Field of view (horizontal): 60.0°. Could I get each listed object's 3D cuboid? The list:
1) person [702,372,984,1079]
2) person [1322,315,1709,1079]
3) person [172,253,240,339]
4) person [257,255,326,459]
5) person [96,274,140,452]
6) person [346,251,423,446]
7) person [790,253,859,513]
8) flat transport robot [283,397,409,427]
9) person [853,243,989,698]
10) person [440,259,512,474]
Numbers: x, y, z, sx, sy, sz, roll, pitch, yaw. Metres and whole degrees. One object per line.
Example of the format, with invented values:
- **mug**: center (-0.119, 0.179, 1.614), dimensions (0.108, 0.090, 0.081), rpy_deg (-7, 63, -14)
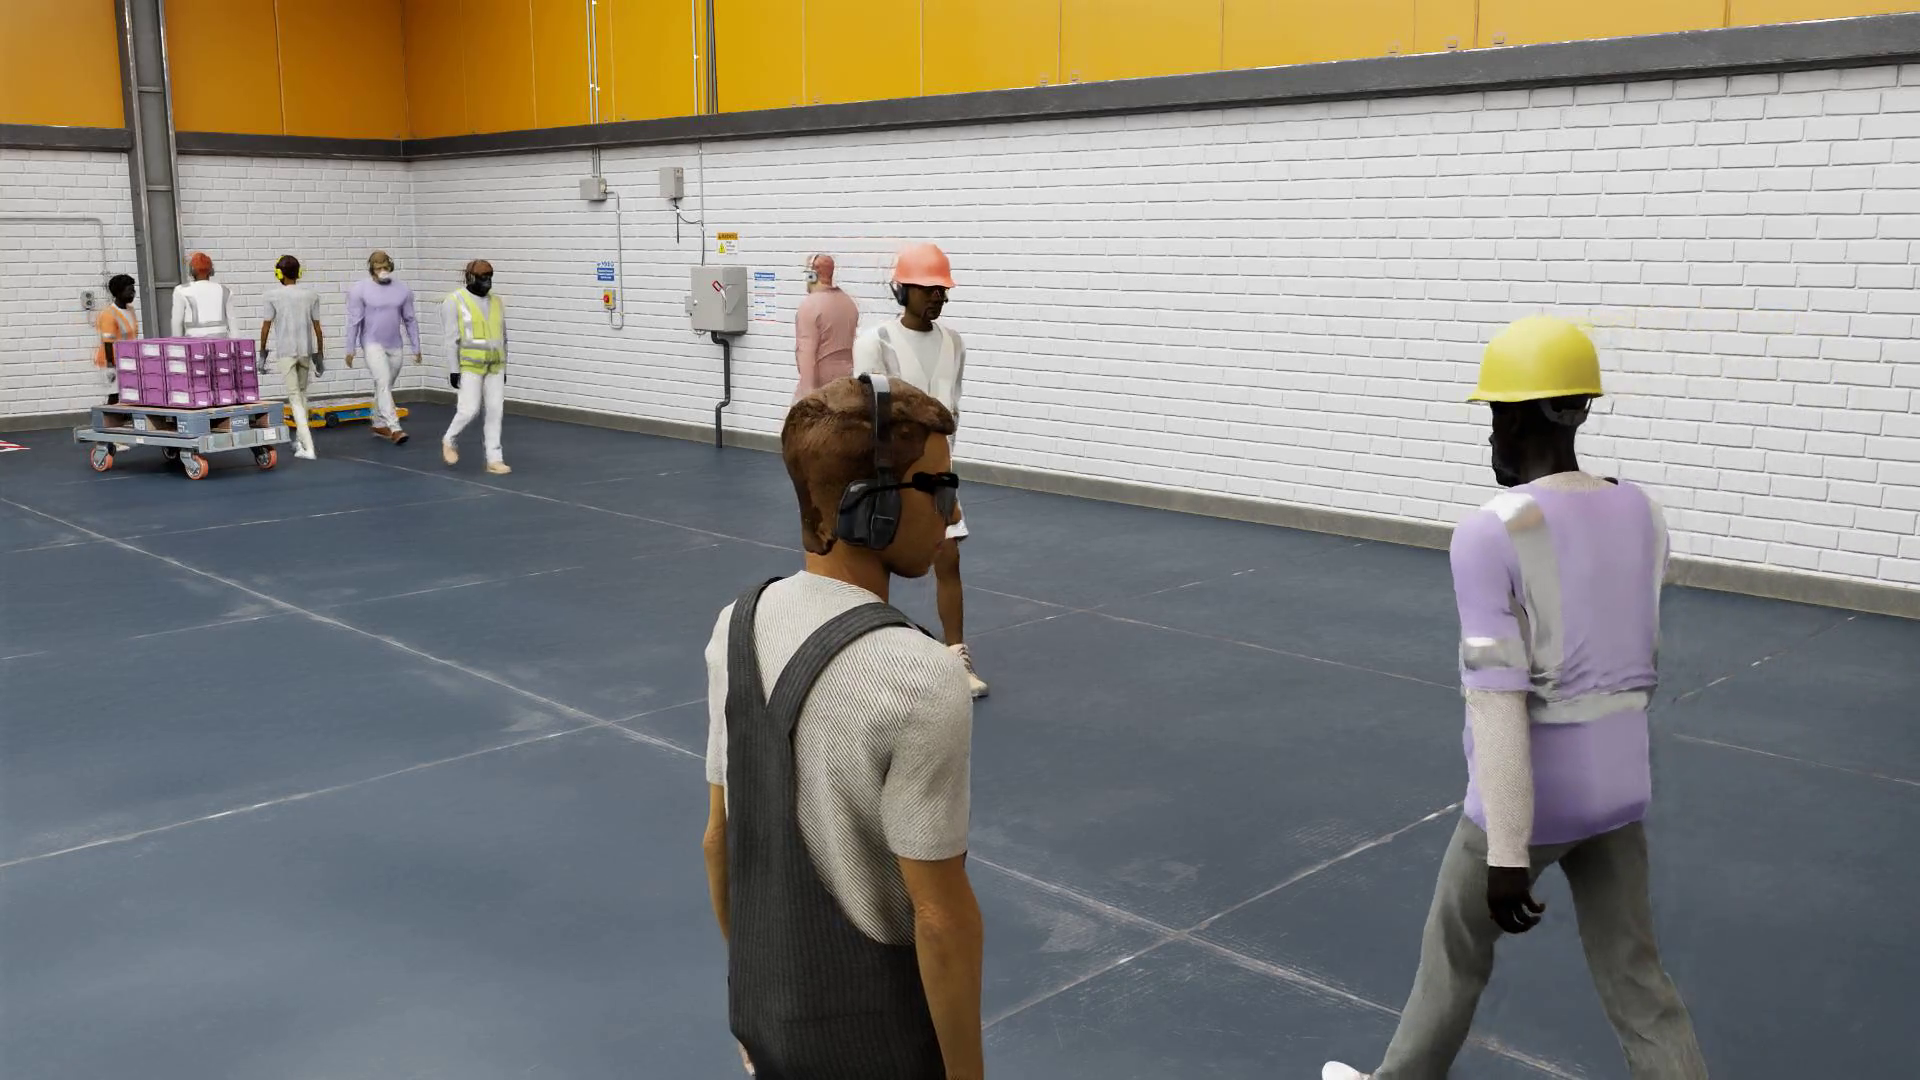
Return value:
- **person**: center (-0.148, 0.689, 2.325), dimensions (0.339, 1.842, 0.522), rpy_deg (-9, 14, -42)
- **person**: center (1.211, 0.490, 3.362), dimensions (0.614, 1.867, 1.009), rpy_deg (-5, 12, -28)
- **person**: center (-7.352, -1.872, 16.329), dimensions (0.583, 1.853, 0.604), rpy_deg (-10, 14, -44)
- **person**: center (-6.157, -1.673, 15.218), dimensions (0.533, 1.837, 0.825), rpy_deg (-10, 15, -44)
- **person**: center (-7.845, -1.642, 15.508), dimensions (0.447, 1.663, 0.547), rpy_deg (0, 10, 1)
- **person**: center (-5.591, -1.864, 16.208), dimensions (1.047, 1.869, 0.695), rpy_deg (10, 14, 44)
- **person**: center (-0.992, -1.113, 12.023), dimensions (0.445, 1.894, 0.641), rpy_deg (8, 13, 36)
- **flat transport robot**: center (-6.730, -1.386, 17.929), dimensions (0.652, 0.197, 1.431), rpy_deg (6, 12, 29)
- **person**: center (-0.242, -0.335, 7.521), dimensions (0.608, 2.001, 1.049), rpy_deg (-7, 12, -32)
- **person**: center (-4.130, -1.469, 14.146), dimensions (0.587, 1.823, 0.636), rpy_deg (9, 13, 39)
